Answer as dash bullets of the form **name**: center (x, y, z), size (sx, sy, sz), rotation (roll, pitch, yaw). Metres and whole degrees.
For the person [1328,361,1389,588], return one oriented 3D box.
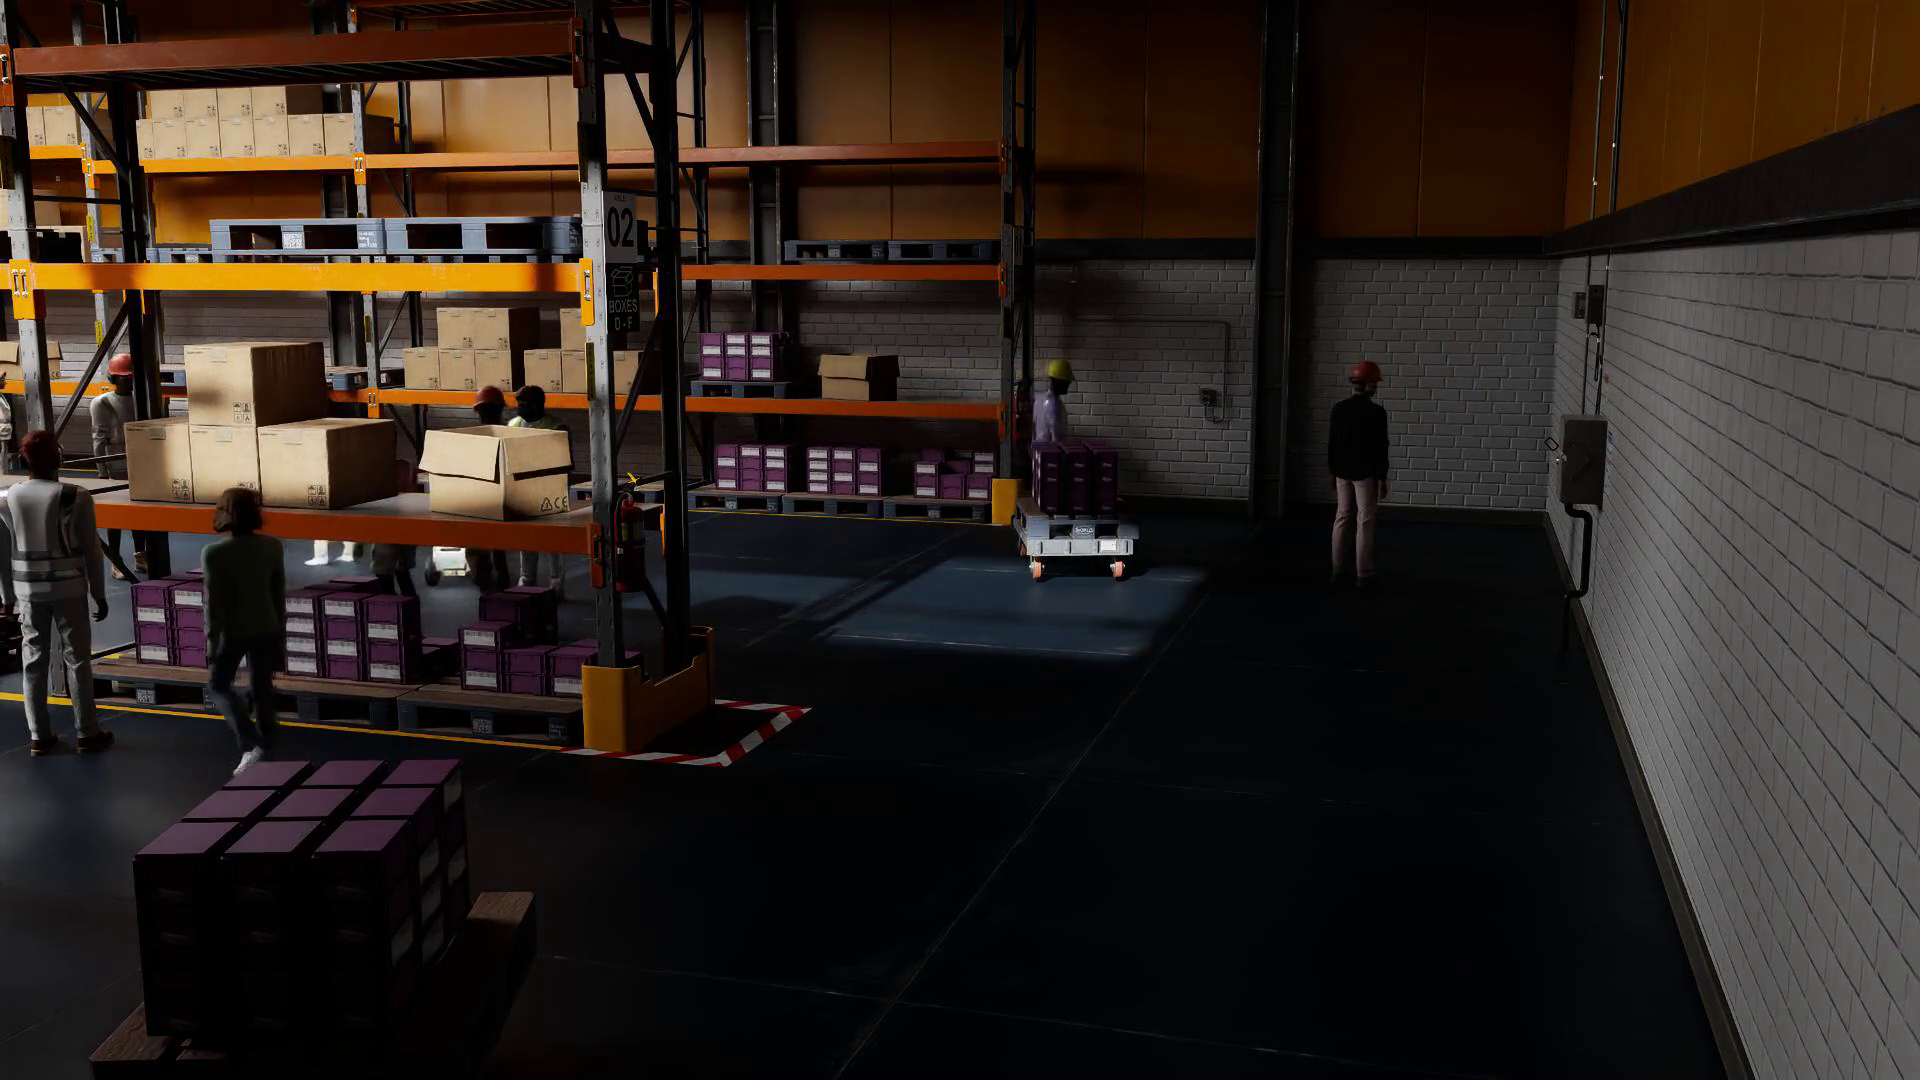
- **person**: center (3.526, -0.581, 14.656), size (0.396, 1.992, 0.622), rotation (-7, 12, -36)

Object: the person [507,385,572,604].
- **person**: center (-3.534, -0.374, 13.872), size (0.625, 1.840, 0.430), rotation (4, 10, 22)

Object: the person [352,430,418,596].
- **person**: center (-4.200, -0.035, 12.244), size (0.339, 1.695, 0.565), rotation (3, 10, 18)

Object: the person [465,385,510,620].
- **person**: center (-3.641, -0.242, 12.905), size (0.604, 1.891, 0.504), rotation (-9, 13, -42)

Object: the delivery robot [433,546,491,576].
- **delivery robot**: center (-4.444, 0.058, 14.853), size (0.477, 0.478, 0.707), rotation (0, 9, 0)

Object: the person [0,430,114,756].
- **person**: center (-5.223, 0.310, 9.573), size (0.589, 1.880, 0.341), rotation (-1, 9, -8)

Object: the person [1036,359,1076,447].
- **person**: center (0.961, -0.860, 16.631), size (0.422, 1.897, 0.604), rotation (0, 9, -2)

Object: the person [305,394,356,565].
- **person**: center (-5.959, -0.573, 15.709), size (0.342, 1.634, 0.521), rotation (4, 10, 25)

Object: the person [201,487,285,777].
- **person**: center (-3.927, 0.514, 9.122), size (0.334, 1.620, 0.515), rotation (6, 11, 34)

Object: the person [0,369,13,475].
- **person**: center (-11.199, -1.172, 19.373), size (0.314, 1.629, 0.510), rotation (-4, 10, -22)

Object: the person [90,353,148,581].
- **person**: center (-7.487, -0.664, 15.019), size (0.391, 2.041, 0.615), rotation (4, 10, 25)
